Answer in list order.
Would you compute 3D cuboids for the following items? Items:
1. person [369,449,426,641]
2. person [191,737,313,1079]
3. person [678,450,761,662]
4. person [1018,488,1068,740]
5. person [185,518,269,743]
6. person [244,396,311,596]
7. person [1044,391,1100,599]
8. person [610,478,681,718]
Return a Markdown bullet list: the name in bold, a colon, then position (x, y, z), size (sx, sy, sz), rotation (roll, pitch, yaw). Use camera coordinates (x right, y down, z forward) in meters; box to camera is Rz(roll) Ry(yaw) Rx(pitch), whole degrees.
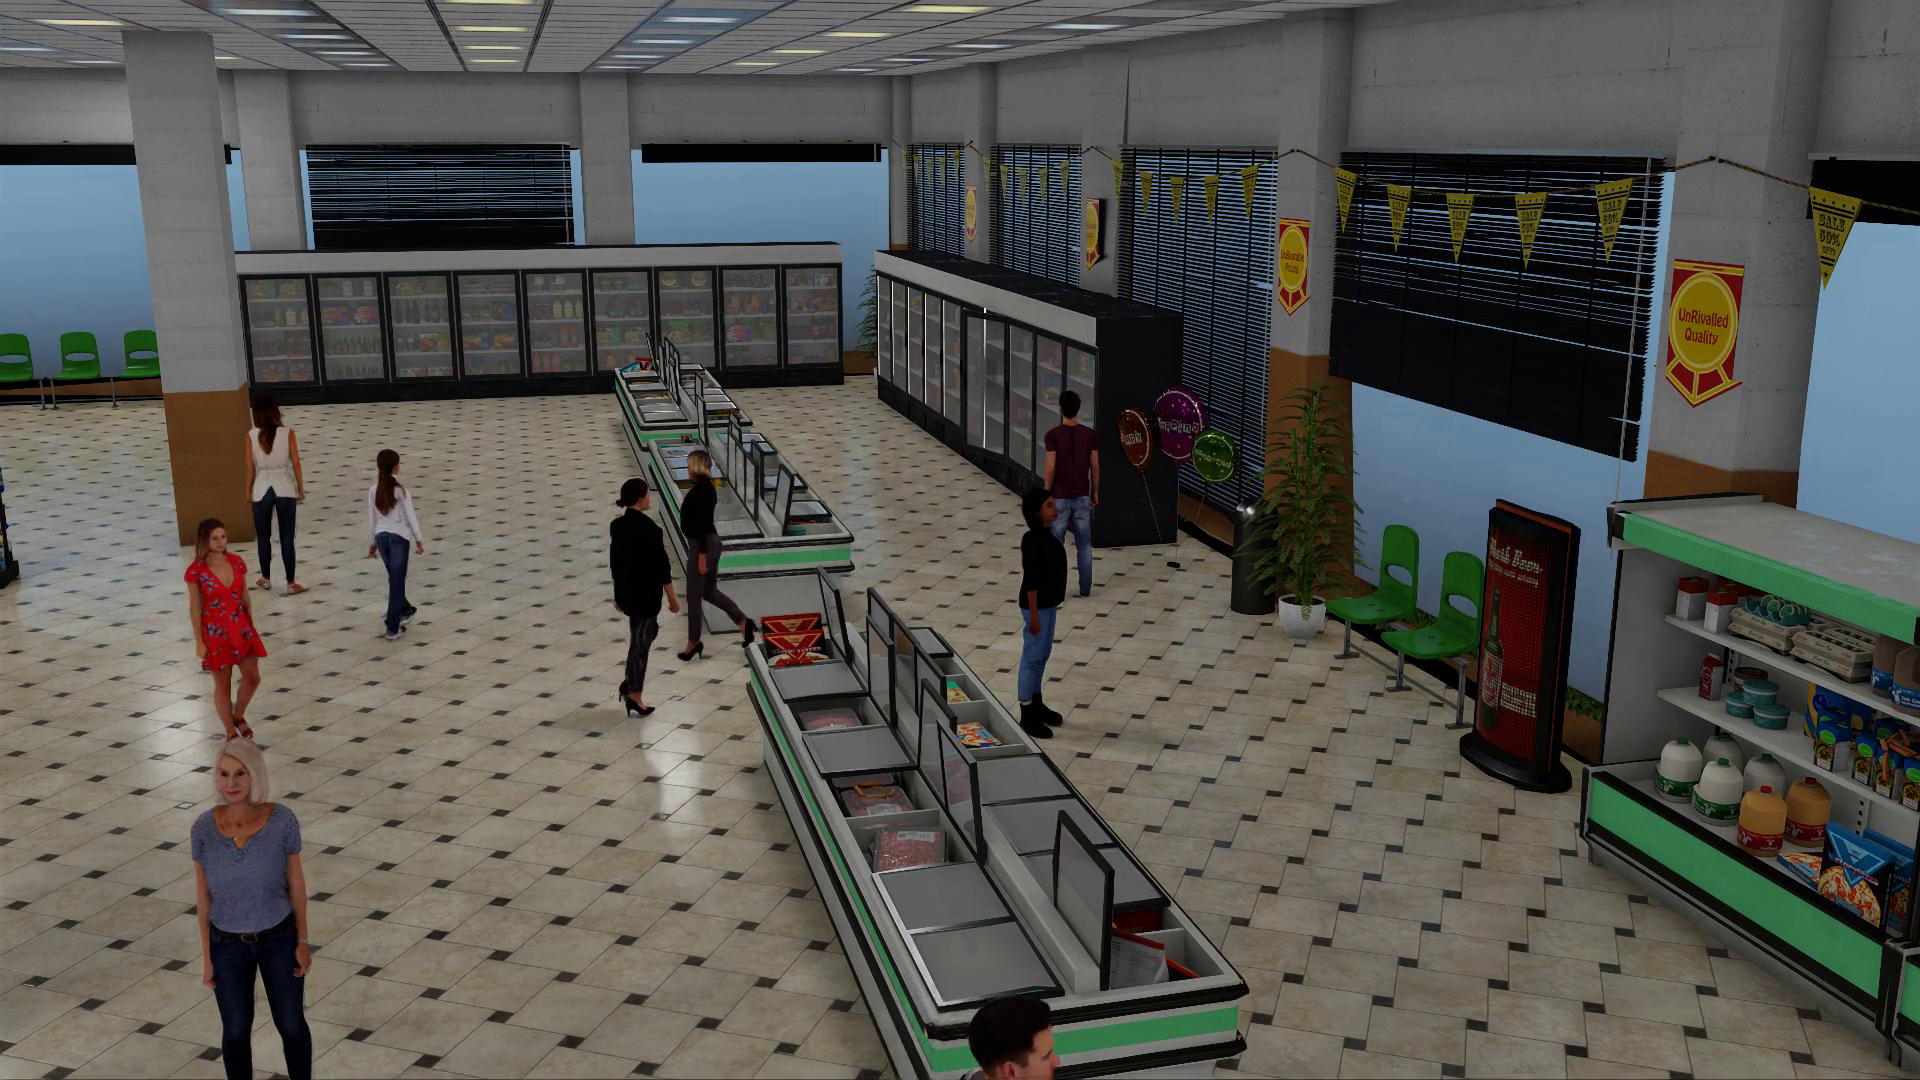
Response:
- **person**: position (-4.646, 0.056, 13.501), size (0.786, 1.535, 0.960), rotation (3, 14, 11)
- **person**: position (-2.833, 1.609, 6.706), size (0.571, 1.721, 0.523), rotation (-3, 14, -12)
- **person**: position (-1.904, 0.135, 12.960), size (0.852, 1.638, 0.890), rotation (-1, 14, -4)
- **person**: position (0.537, 0.478, 11.407), size (0.724, 1.701, 0.639), rotation (5, 14, 19)
- **person**: position (-4.932, 0.616, 11.084), size (0.755, 1.586, 0.710), rotation (12, 18, 42)
- **person**: position (-6.108, -0.389, 14.832), size (0.686, 1.773, 0.716), rotation (-3, 14, -13)
- **person**: position (0.969, -0.399, 14.710), size (0.665, 1.849, 0.529), rotation (-3, 14, -13)
- **person**: position (-2.302, 0.434, 11.583), size (0.716, 1.705, 0.810), rotation (13, 19, 42)
